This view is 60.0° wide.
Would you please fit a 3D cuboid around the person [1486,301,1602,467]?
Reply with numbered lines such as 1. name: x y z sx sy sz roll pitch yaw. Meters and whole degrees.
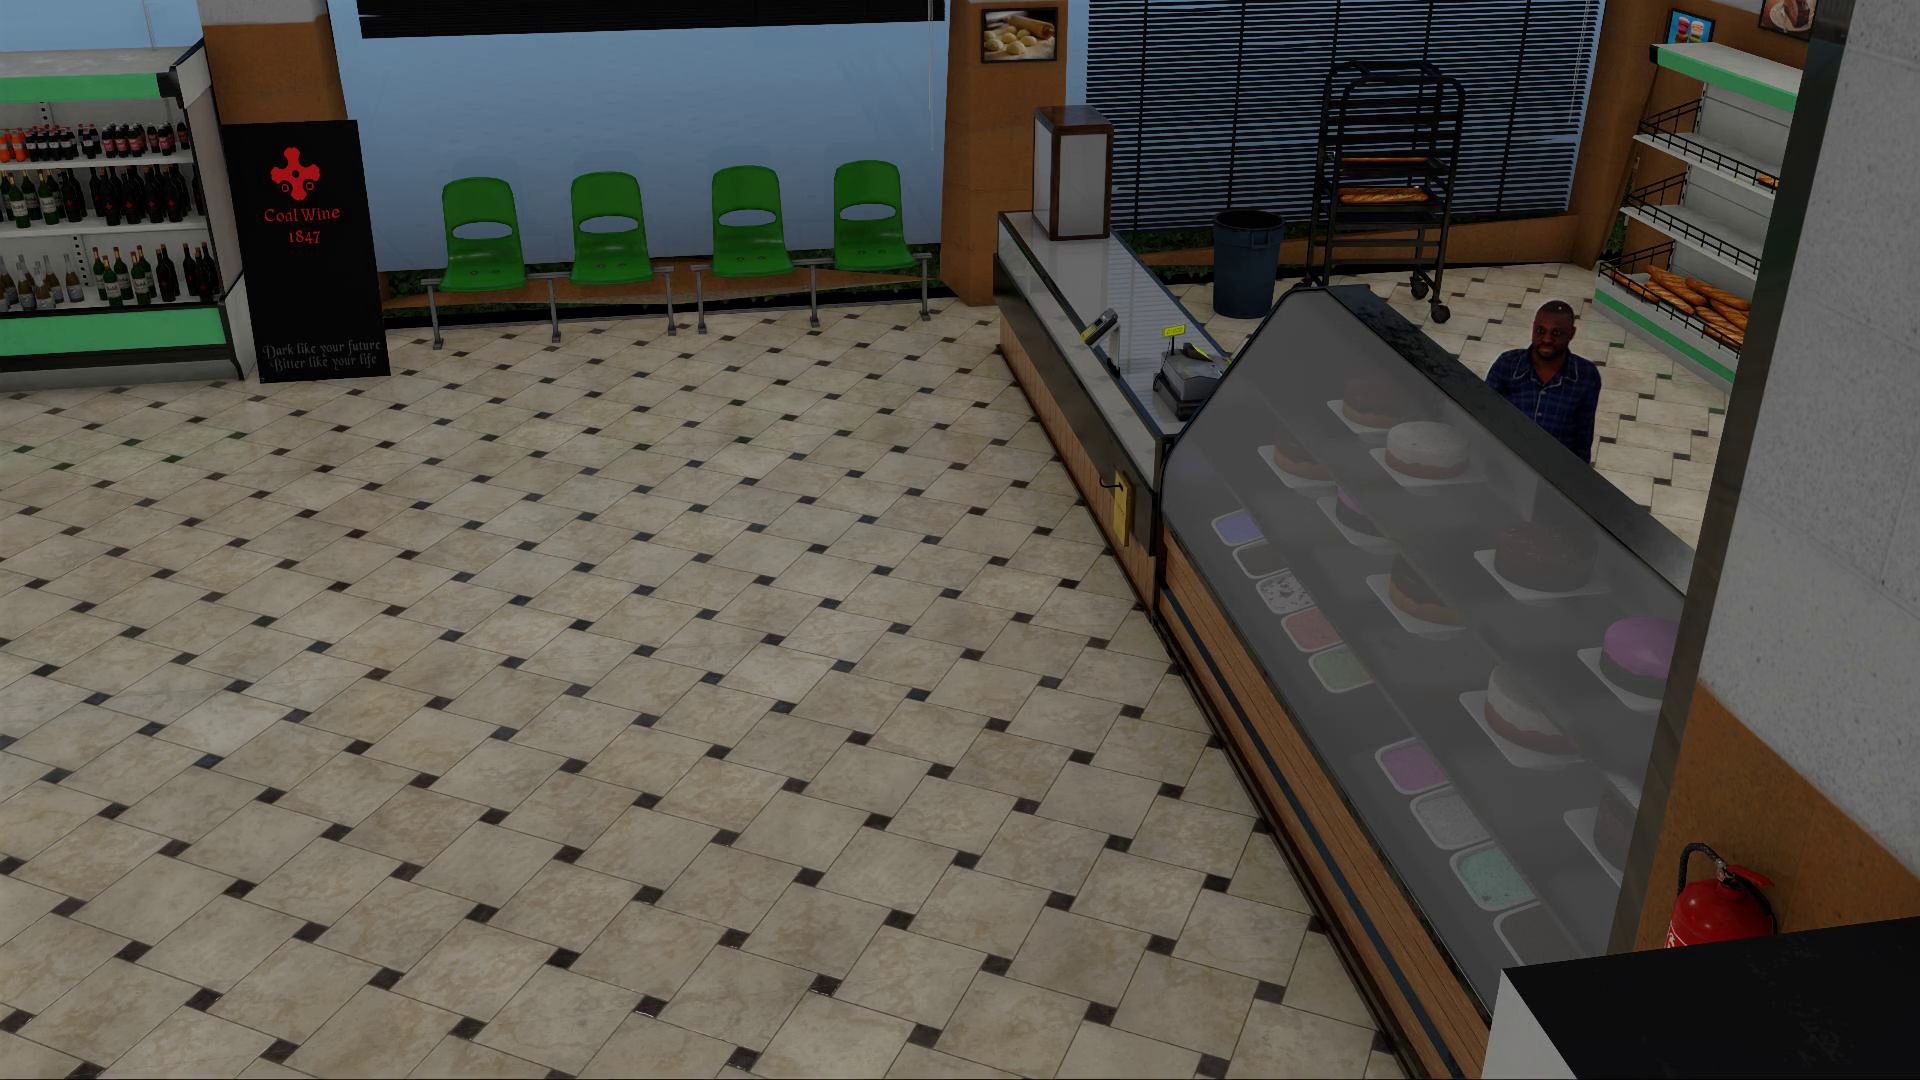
1. person: 2.581 -0.223 7.569 0.720 1.823 0.834 9 28 18
